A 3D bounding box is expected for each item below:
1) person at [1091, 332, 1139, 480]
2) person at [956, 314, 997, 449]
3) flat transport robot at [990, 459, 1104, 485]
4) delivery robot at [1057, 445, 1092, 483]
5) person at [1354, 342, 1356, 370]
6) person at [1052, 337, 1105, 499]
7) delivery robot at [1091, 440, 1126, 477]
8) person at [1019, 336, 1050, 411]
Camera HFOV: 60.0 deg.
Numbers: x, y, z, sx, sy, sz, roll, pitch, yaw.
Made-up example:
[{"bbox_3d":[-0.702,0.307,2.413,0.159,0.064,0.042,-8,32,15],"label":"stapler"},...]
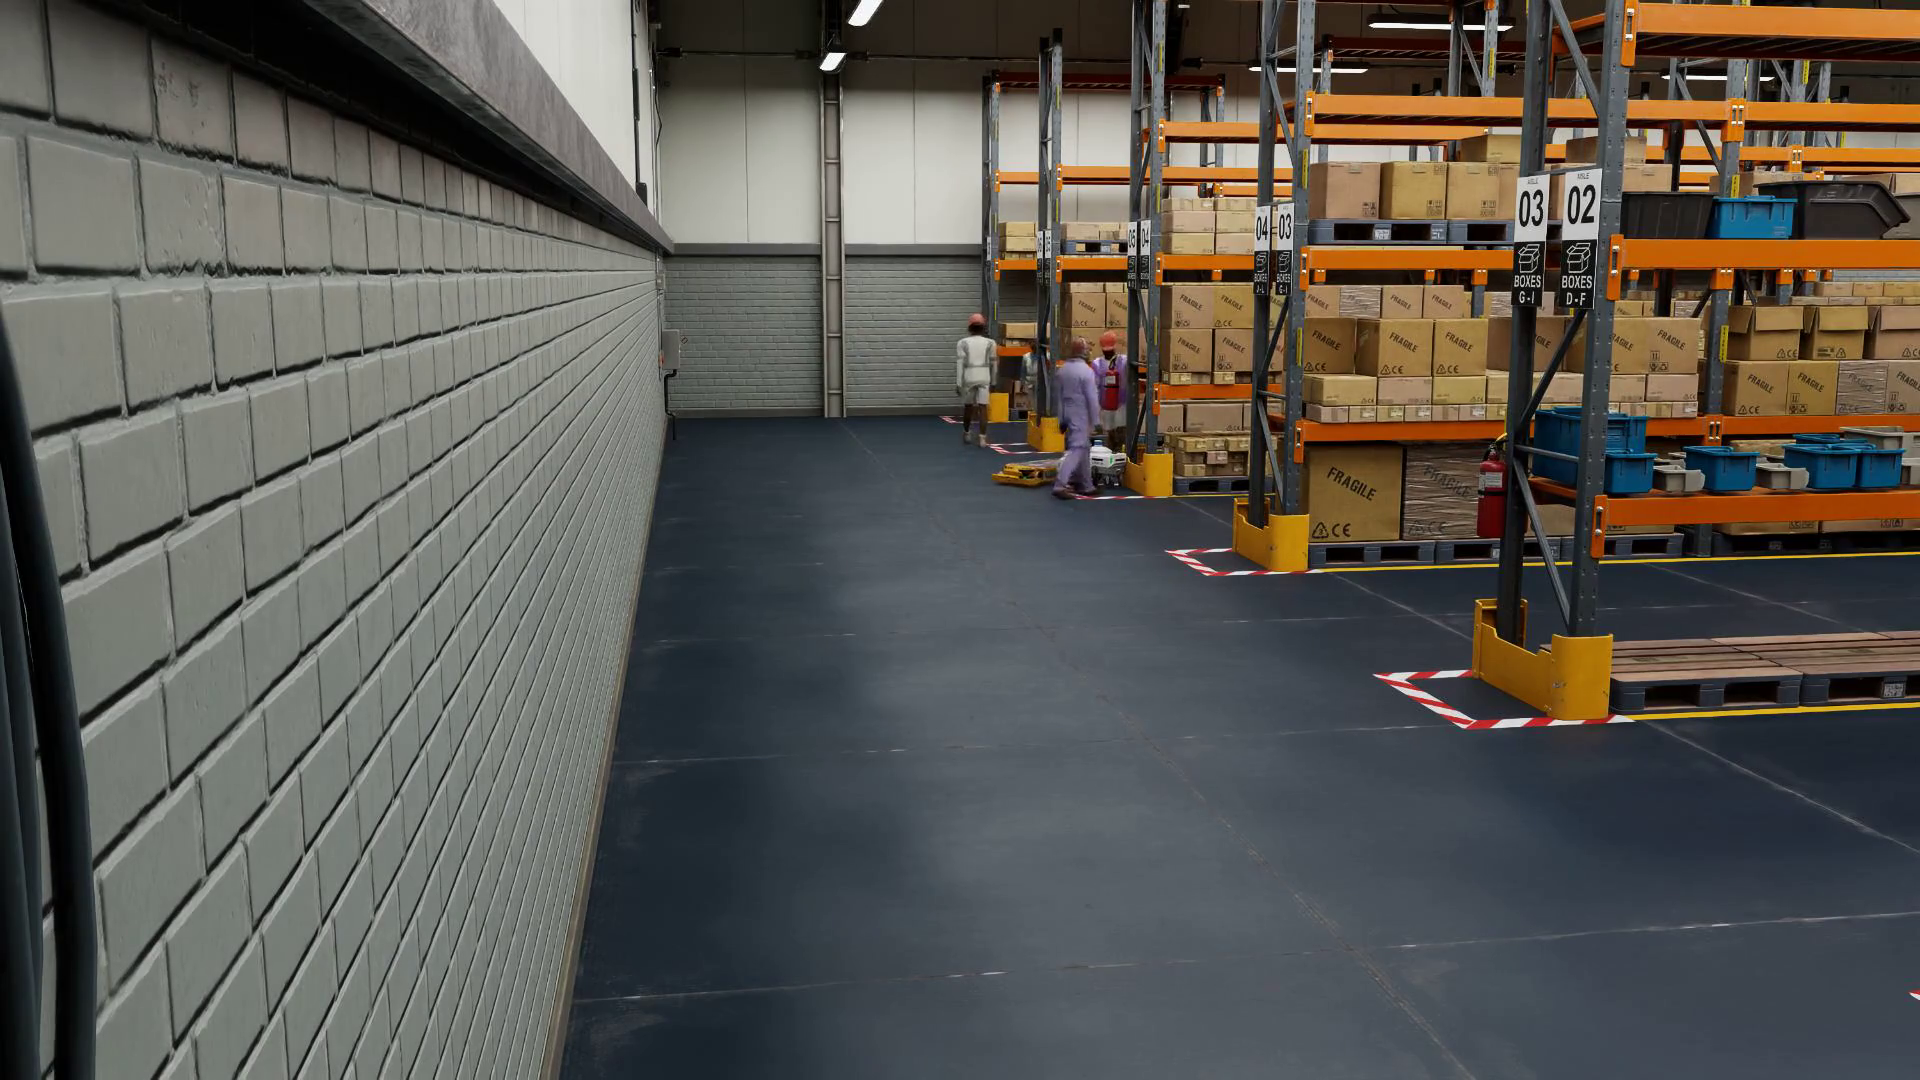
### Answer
[{"bbox_3d":[1.940,-1.692,21.097,0.606,1.872,0.860,3,10,19],"label":"person"},{"bbox_3d":[0.241,-2.394,25.085,0.624,1.981,1.070,-1,9,-7],"label":"person"},{"bbox_3d":[1.125,-0.873,20.976,1.431,0.197,0.652,-8,12,-41],"label":"flat transport robot"},{"bbox_3d":[1.378,-0.903,19.997,0.477,0.478,0.707,2,9,12],"label":"delivery robot"},{"bbox_3d":[4.534,-1.317,18.739,0.983,1.883,0.566,-2,9,-10],"label":"person"},{"bbox_3d":[1.386,-1.416,19.383,0.774,1.895,0.660,-4,10,-22],"label":"person"},{"bbox_3d":[1.702,-0.986,20.509,0.707,0.478,0.477,9,13,43],"label":"delivery robot"},{"bbox_3d":[1.166,-2.388,26.168,0.542,1.616,0.621,6,11,34],"label":"person"}]
